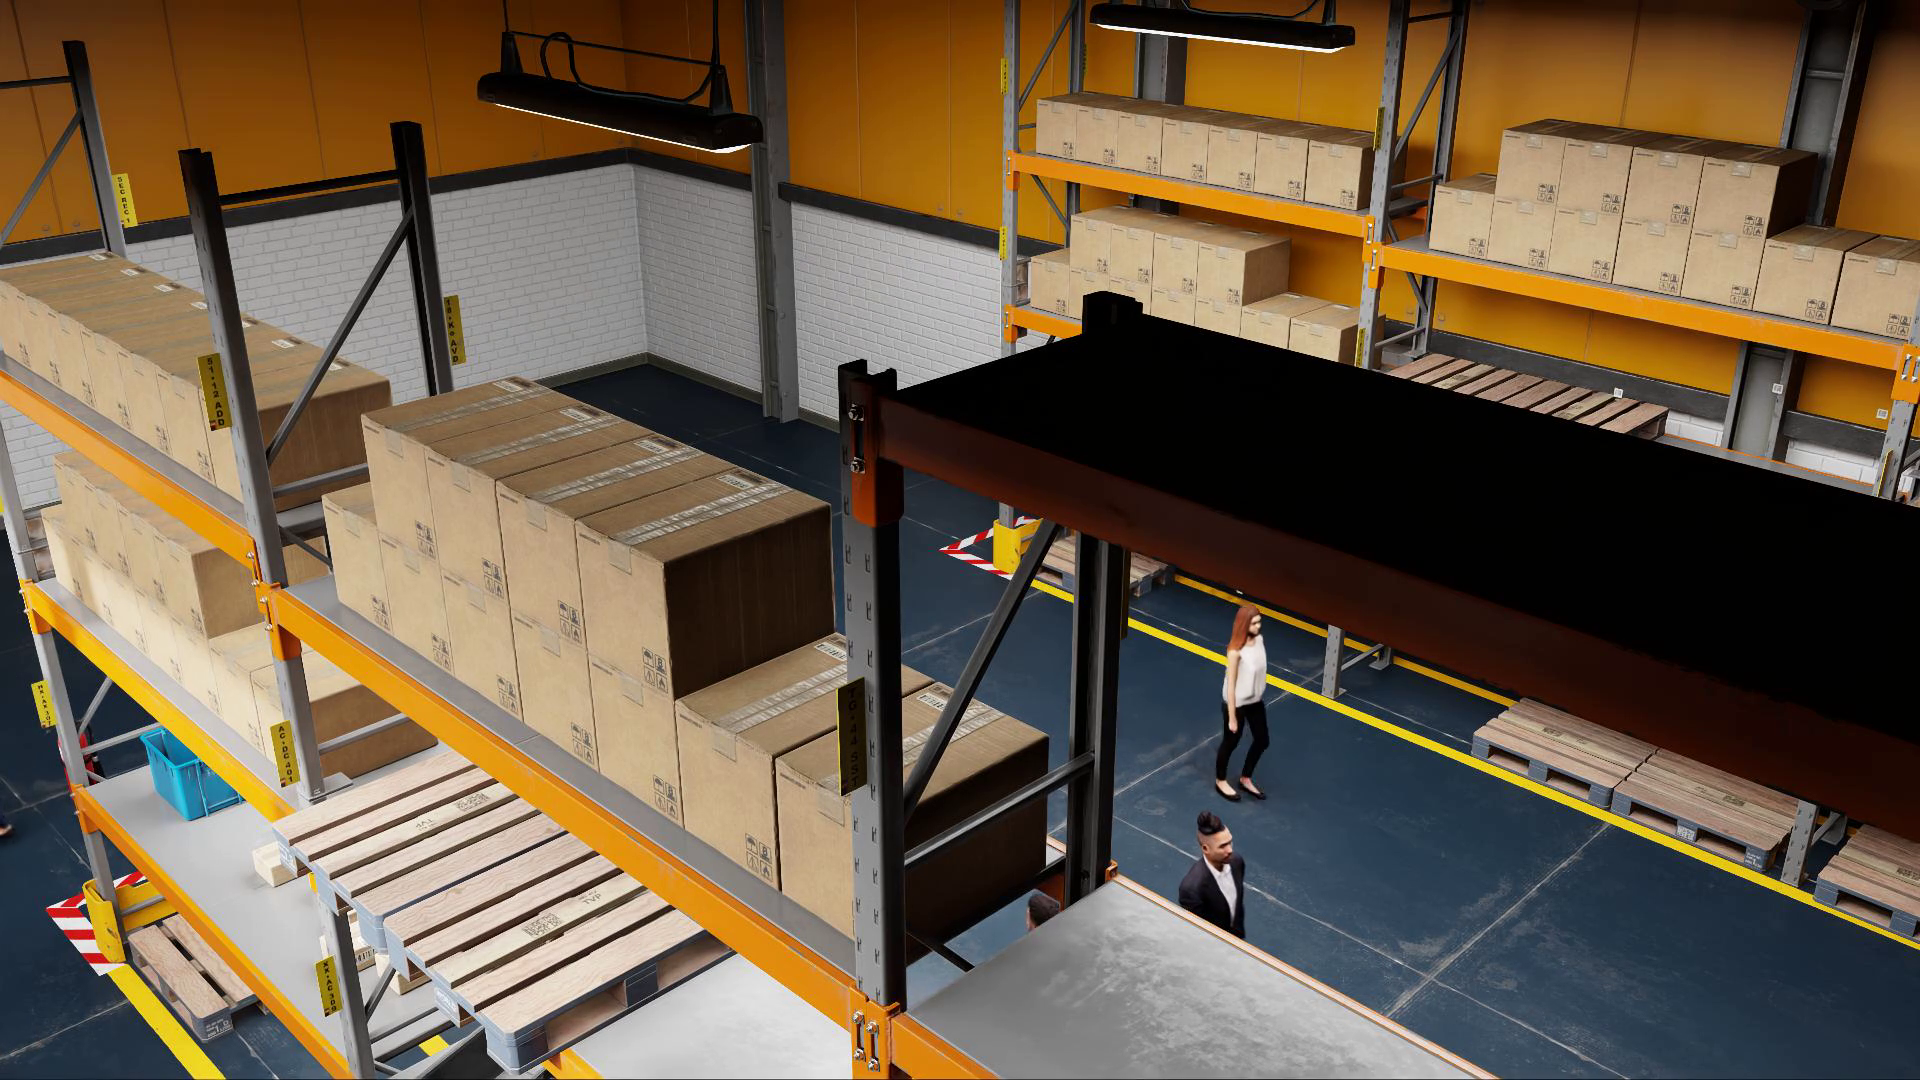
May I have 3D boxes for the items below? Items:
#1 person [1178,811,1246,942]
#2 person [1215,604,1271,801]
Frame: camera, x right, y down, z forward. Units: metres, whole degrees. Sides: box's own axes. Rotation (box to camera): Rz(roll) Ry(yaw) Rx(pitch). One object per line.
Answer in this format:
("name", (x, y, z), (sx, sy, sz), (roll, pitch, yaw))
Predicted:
("person", (1.489, 2.447, 10.020), (0.567, 1.950, 0.691), (21, 31, 39))
("person", (2.147, 1.251, 13.054), (0.628, 1.710, 0.641), (-19, 30, -37))
